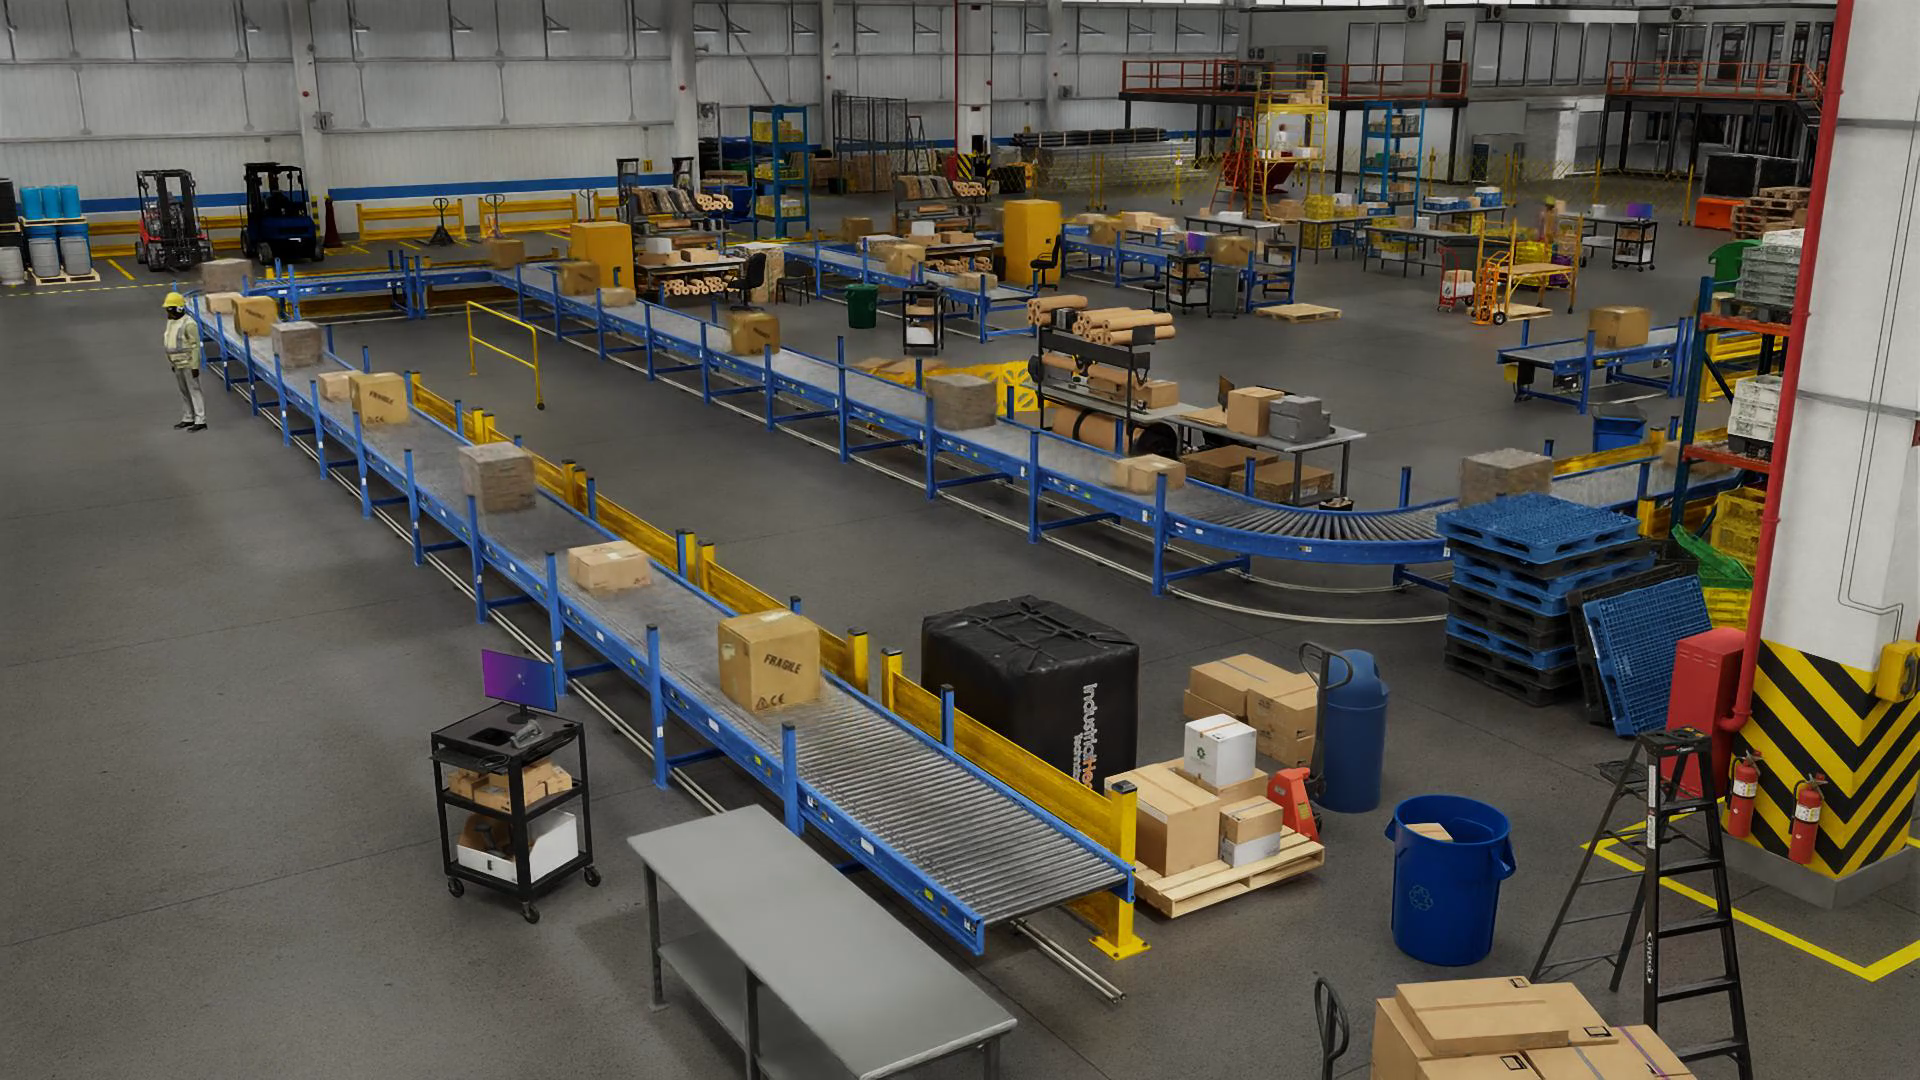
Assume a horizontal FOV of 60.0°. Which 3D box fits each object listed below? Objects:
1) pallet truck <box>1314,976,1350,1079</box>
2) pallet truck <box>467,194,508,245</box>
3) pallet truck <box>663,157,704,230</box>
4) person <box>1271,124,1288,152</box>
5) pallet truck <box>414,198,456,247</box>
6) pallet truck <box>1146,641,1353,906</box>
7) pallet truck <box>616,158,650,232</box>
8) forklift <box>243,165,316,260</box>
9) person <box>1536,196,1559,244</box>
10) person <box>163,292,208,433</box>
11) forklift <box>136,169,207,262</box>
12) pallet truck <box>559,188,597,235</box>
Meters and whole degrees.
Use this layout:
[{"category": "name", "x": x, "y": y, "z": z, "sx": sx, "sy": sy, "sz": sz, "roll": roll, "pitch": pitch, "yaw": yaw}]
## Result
[{"category": "pallet truck", "x": 2.299, "y": 2.390, "z": 7.086, "sx": 1.601, "sy": 1.201, "sz": 0.680, "roll": -2, "pitch": 17, "yaw": -7}, {"category": "pallet truck", "x": -11.983, "y": -8.177, "z": 42.137, "sx": 0.704, "sy": 1.261, "sz": 1.522, "roll": -11, "pitch": 20, "yaw": -33}, {"category": "pallet truck", "x": -7.586, "y": -9.308, "z": 44.692, "sx": 0.823, "sy": 1.965, "sz": 1.885, "roll": -11, "pitch": 20, "yaw": -33}, {"category": "person", "x": 12.386, "y": -15.203, "z": 64.586, "sx": 0.580, "sy": 1.835, "sz": 0.968, "roll": -10, "pitch": 19, "yaw": -29}, {"category": "pallet truck", "x": -13.250, "y": -8.060, "z": 41.856, "sx": 0.680, "sy": 1.201, "sz": 1.601, "roll": -10, "pitch": 20, "yaw": -31}, {"category": "pallet truck", "x": 1.664, "y": 1.407, "z": 10.232, "sx": 1.630, "sy": 1.274, "sz": 0.653, "roll": -10, "pitch": 20, "yaw": -31}, {"category": "pallet truck", "x": -8.918, "y": -9.176, "z": 44.255, "sx": 0.823, "sy": 1.965, "sz": 1.885, "roll": -9, "pitch": 19, "yaw": -27}, {"category": "forklift", "x": -15.898, "y": -7.669, "z": 38.708, "sx": 1.157, "sy": 1.987, "sz": 2.680, "roll": -11, "pitch": 20, "yaw": -33}, {"category": "person", "x": 12.720, "y": -6.620, "z": 36.178, "sx": 0.522, "sy": 1.742, "sz": 0.763, "roll": -7, "pitch": 18, "yaw": -21}, {"category": "person", "x": -10.134, "y": -2.319, "z": 21.714, "sx": 0.587, "sy": 1.835, "sz": 0.404, "roll": 13, "pitch": 21, "yaw": 36}, {"category": "forklift", "x": -17.842, "y": -7.318, "z": 37.559, "sx": 1.157, "sy": 1.987, "sz": 2.680, "roll": -10, "pitch": 20, "yaw": -31}, {"category": "pallet truck", "x": -10.010, "y": -8.652, "z": 43.699, "sx": 0.653, "sy": 1.274, "sz": 1.630, "roll": -10, "pitch": 20, "yaw": -31}]
